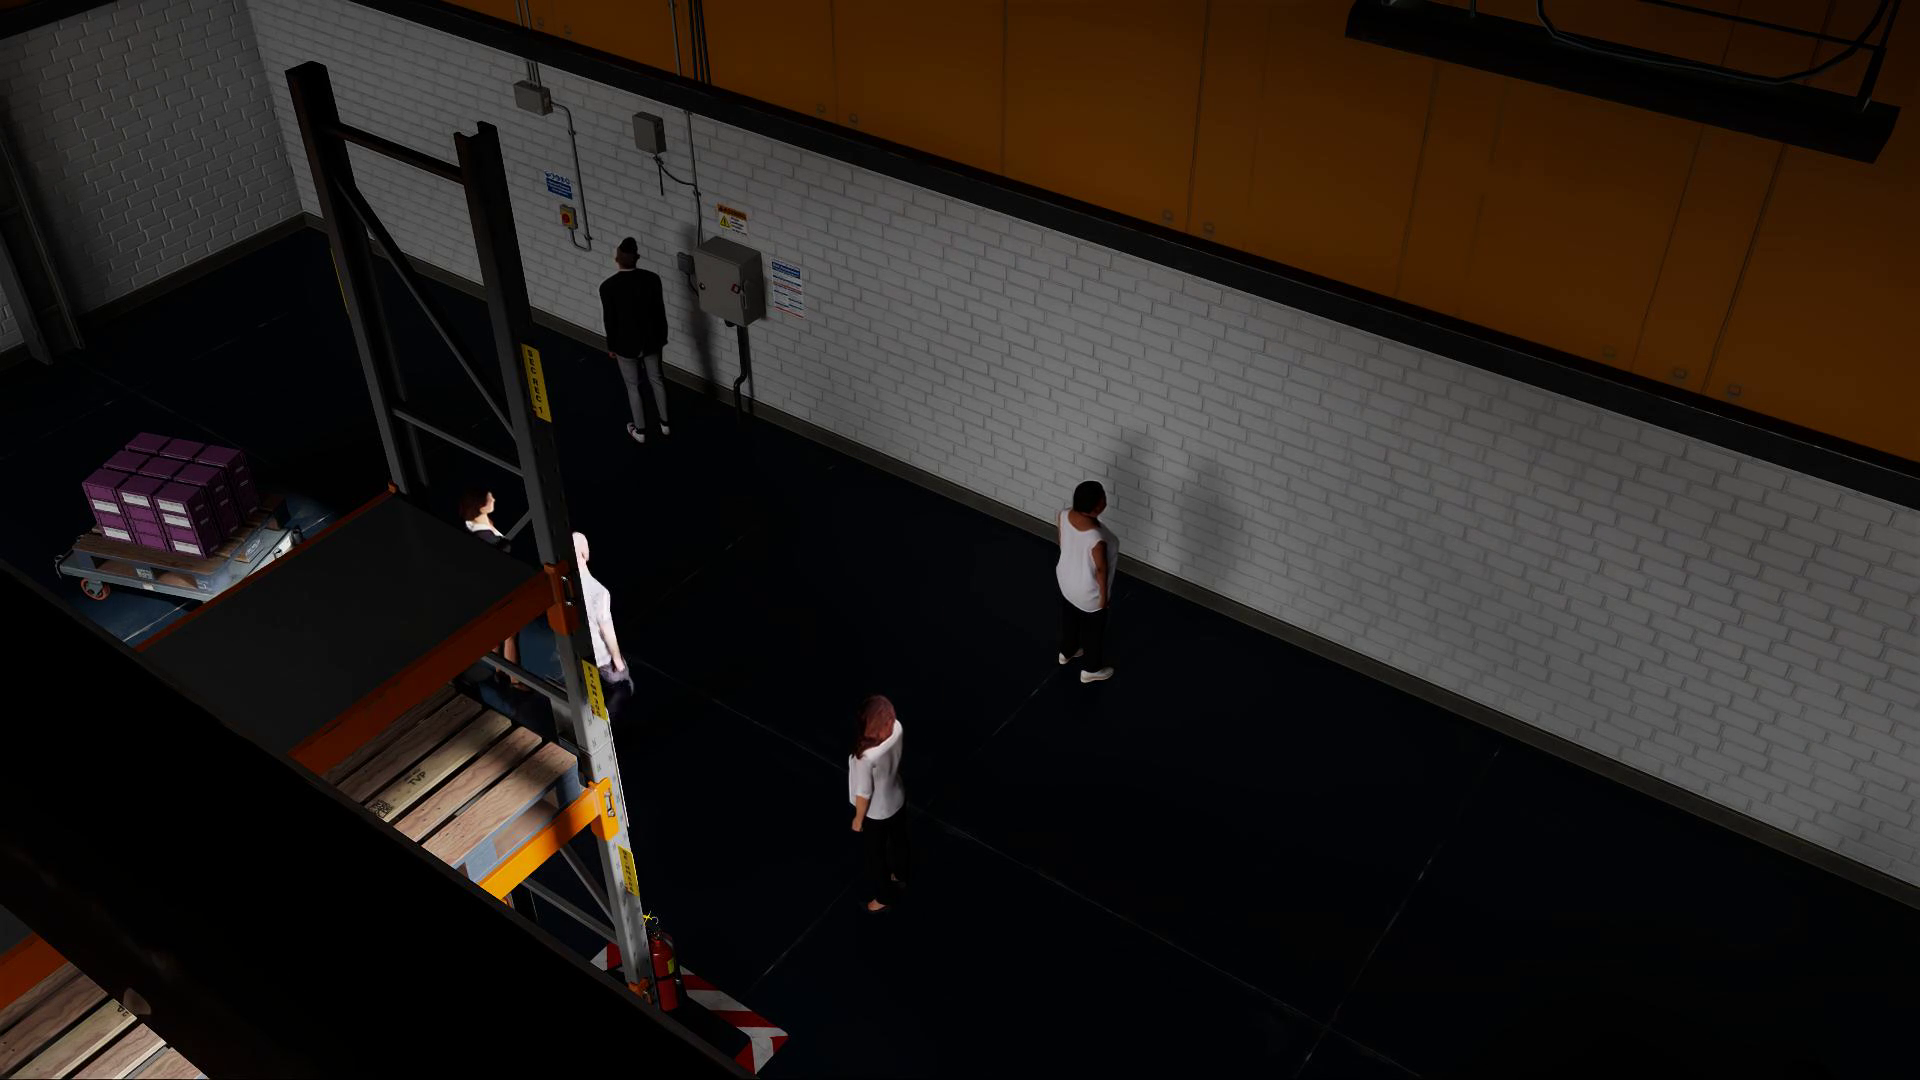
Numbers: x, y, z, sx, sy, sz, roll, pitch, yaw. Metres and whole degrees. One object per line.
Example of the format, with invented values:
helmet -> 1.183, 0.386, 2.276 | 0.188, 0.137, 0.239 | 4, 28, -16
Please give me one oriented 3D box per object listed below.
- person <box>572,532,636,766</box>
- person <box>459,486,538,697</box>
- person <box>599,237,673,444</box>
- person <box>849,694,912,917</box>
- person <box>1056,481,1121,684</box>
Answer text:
person -> -2.533, 0.784, 11.120 | 0.722, 1.811, 0.779 | 25, 45, 28
person -> -3.253, 0.364, 11.658 | 0.618, 1.795, 0.545 | 31, 48, 33
person -> -2.735, -1.718, 14.142 | 0.718, 1.949, 0.854 | -18, 42, -21
person -> -0.470, 1.610, 10.098 | 0.679, 1.795, 0.462 | 21, 43, 24
person -> 0.908, 0.275, 11.856 | 0.740, 1.687, 0.742 | -22, 43, -25
